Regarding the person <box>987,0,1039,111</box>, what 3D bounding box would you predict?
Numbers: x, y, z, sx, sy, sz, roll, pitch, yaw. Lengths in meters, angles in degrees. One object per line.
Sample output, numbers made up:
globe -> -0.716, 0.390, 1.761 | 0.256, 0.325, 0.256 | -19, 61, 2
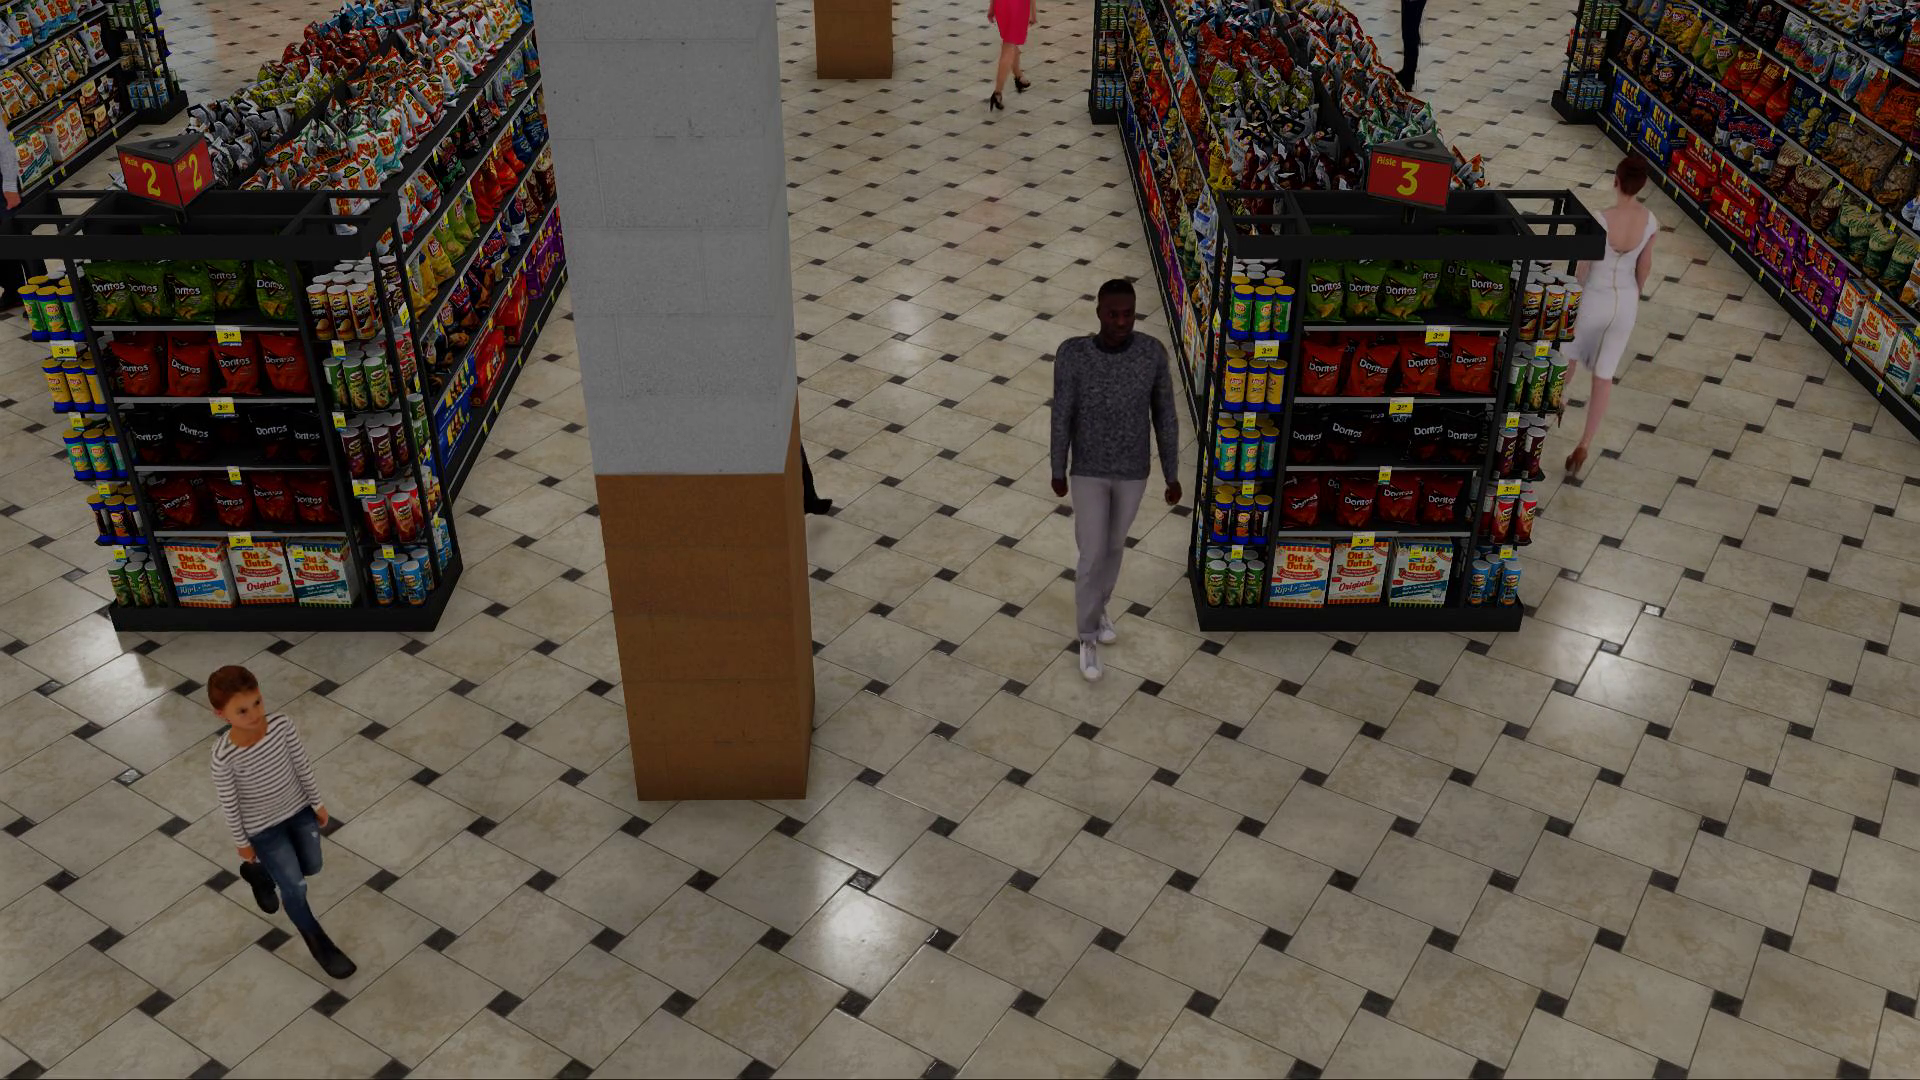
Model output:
person -> 0.399, -4.538, 14.310 | 0.907, 1.697, 1.035 | 19, 37, 28

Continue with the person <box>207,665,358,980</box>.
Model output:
person -> -2.429, 0.958, 5.848 | 0.801, 1.306, 0.800 | 22, 38, 31

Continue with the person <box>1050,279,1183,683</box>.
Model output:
person -> 0.651, -0.348, 7.462 | 0.810, 1.819, 0.911 | -7, 33, -12

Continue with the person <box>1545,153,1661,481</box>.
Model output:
person -> 3.406, -1.134, 8.776 | 0.660, 1.765, 0.997 | 3, 32, 5

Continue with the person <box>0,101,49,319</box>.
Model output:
person -> -6.203, -2.312, 10.616 | 0.720, 1.820, 0.690 | 11, 34, 17
